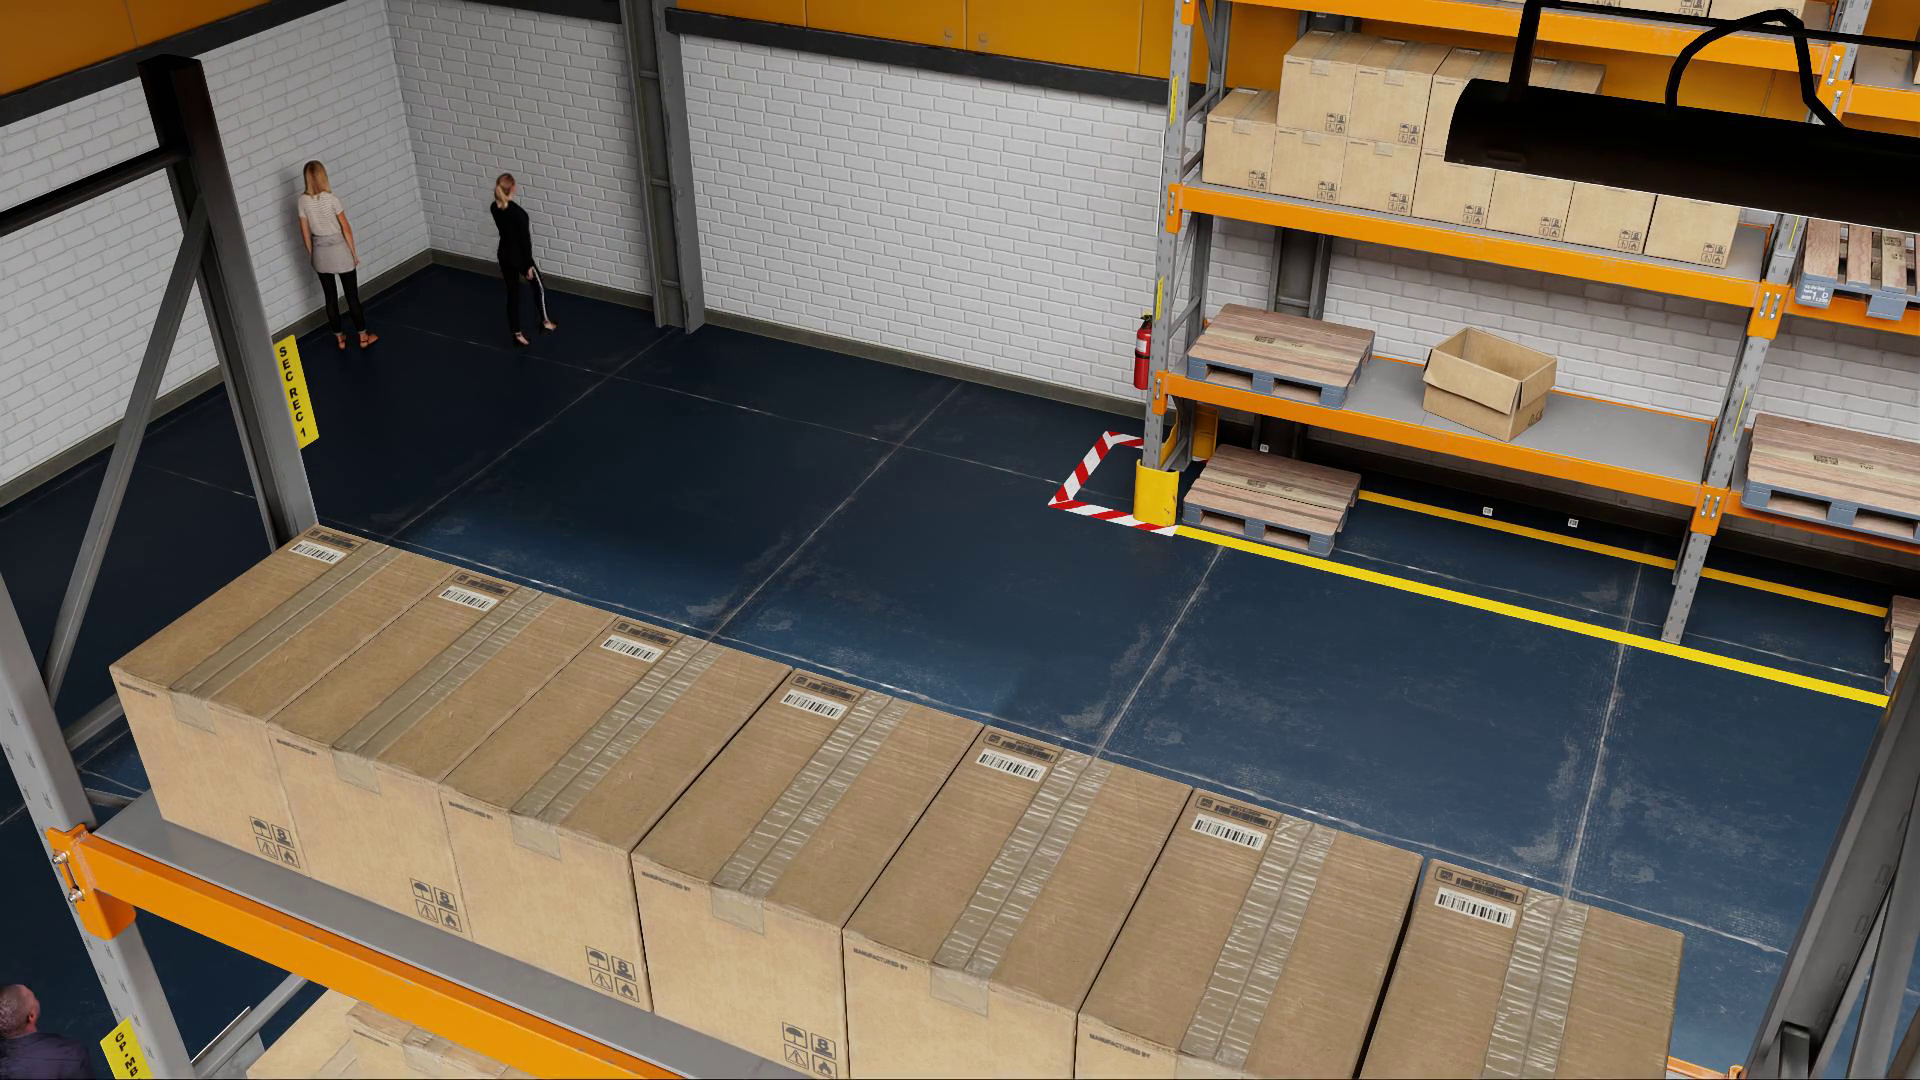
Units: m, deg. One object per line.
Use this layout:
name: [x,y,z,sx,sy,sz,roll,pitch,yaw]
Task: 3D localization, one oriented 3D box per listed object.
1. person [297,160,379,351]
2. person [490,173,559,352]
person: [-5.813,-2.625,15.398,0.620,1.826,0.744,-1,34,-2]
person: [-4.158,-2.535,15.387,0.731,1.690,0.670,13,36,19]
